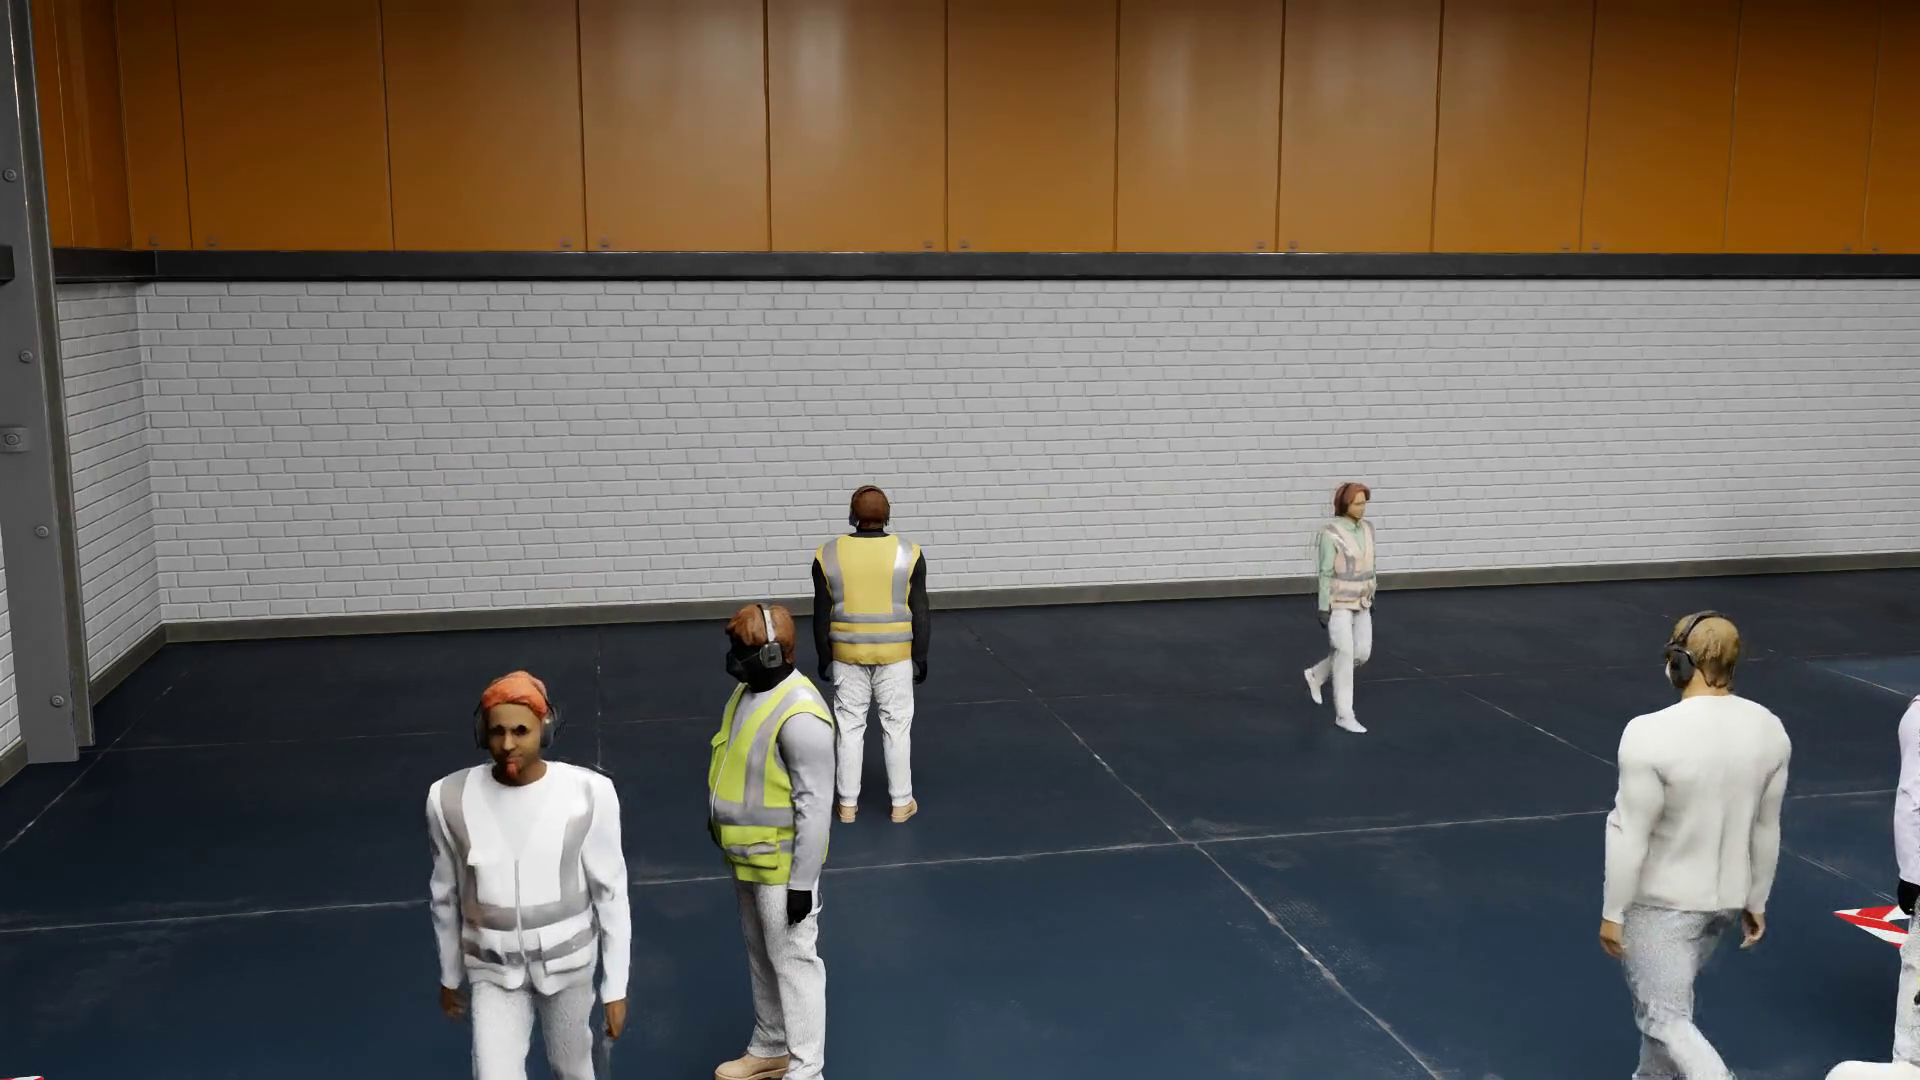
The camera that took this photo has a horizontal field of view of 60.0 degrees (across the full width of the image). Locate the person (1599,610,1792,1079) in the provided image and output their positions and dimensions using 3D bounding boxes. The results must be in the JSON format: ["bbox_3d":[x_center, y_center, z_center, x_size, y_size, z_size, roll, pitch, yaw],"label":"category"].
[{"bbox_3d":[2.407,1.180,5.390,0.636,1.911,0.869,-4,10,-22],"label":"person"}]

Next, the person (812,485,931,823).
[{"bbox_3d":[-0.472,0.619,8.999,0.633,1.846,0.429,0,9,2],"label":"person"}]

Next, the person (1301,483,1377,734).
[{"bbox_3d":[2.477,0.417,10.890,0.514,1.629,0.565,-7,12,-38],"label":"person"}]

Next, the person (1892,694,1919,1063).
[{"bbox_3d":[3.541,1.159,5.718,0.624,1.845,0.430,1,9,9],"label":"person"}]

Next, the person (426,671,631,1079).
[{"bbox_3d":[-1.283,1.289,4.989,0.597,1.826,1.025,-1,9,-6],"label":"person"}]

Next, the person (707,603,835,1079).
[{"bbox_3d":[-0.677,1.128,5.904,0.429,1.841,0.633,-5,11,-27],"label":"person"}]

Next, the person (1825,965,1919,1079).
[{"bbox_3d":[1.975,1.601,3.345,0.527,1.740,0.811,4,10,22],"label":"person"}]
